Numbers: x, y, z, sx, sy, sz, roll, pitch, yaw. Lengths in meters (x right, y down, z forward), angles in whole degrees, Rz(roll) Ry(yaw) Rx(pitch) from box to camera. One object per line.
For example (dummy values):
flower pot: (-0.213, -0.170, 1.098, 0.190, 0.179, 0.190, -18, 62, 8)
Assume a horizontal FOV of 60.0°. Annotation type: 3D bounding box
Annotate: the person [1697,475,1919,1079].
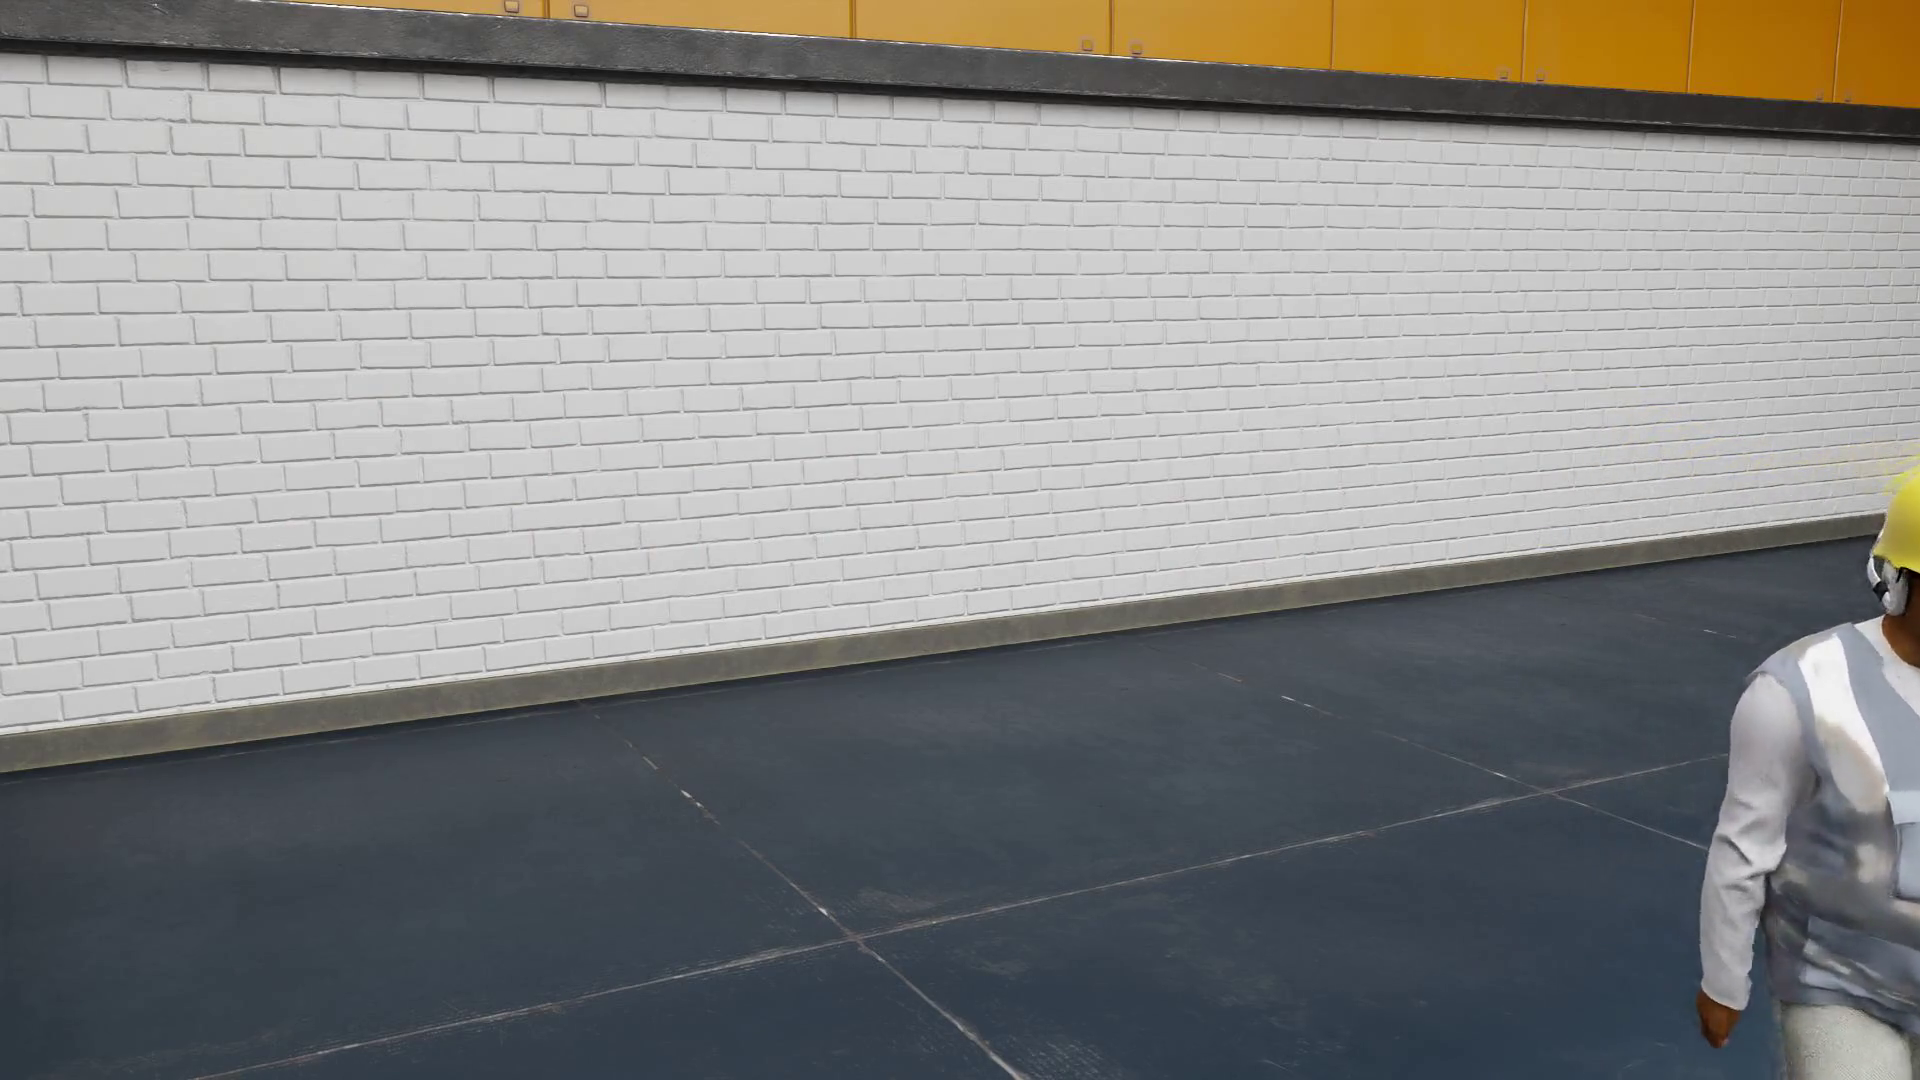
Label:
person: (1.623, 0.762, 2.766, 0.607, 1.786, 0.869, -1, 10, -7)
